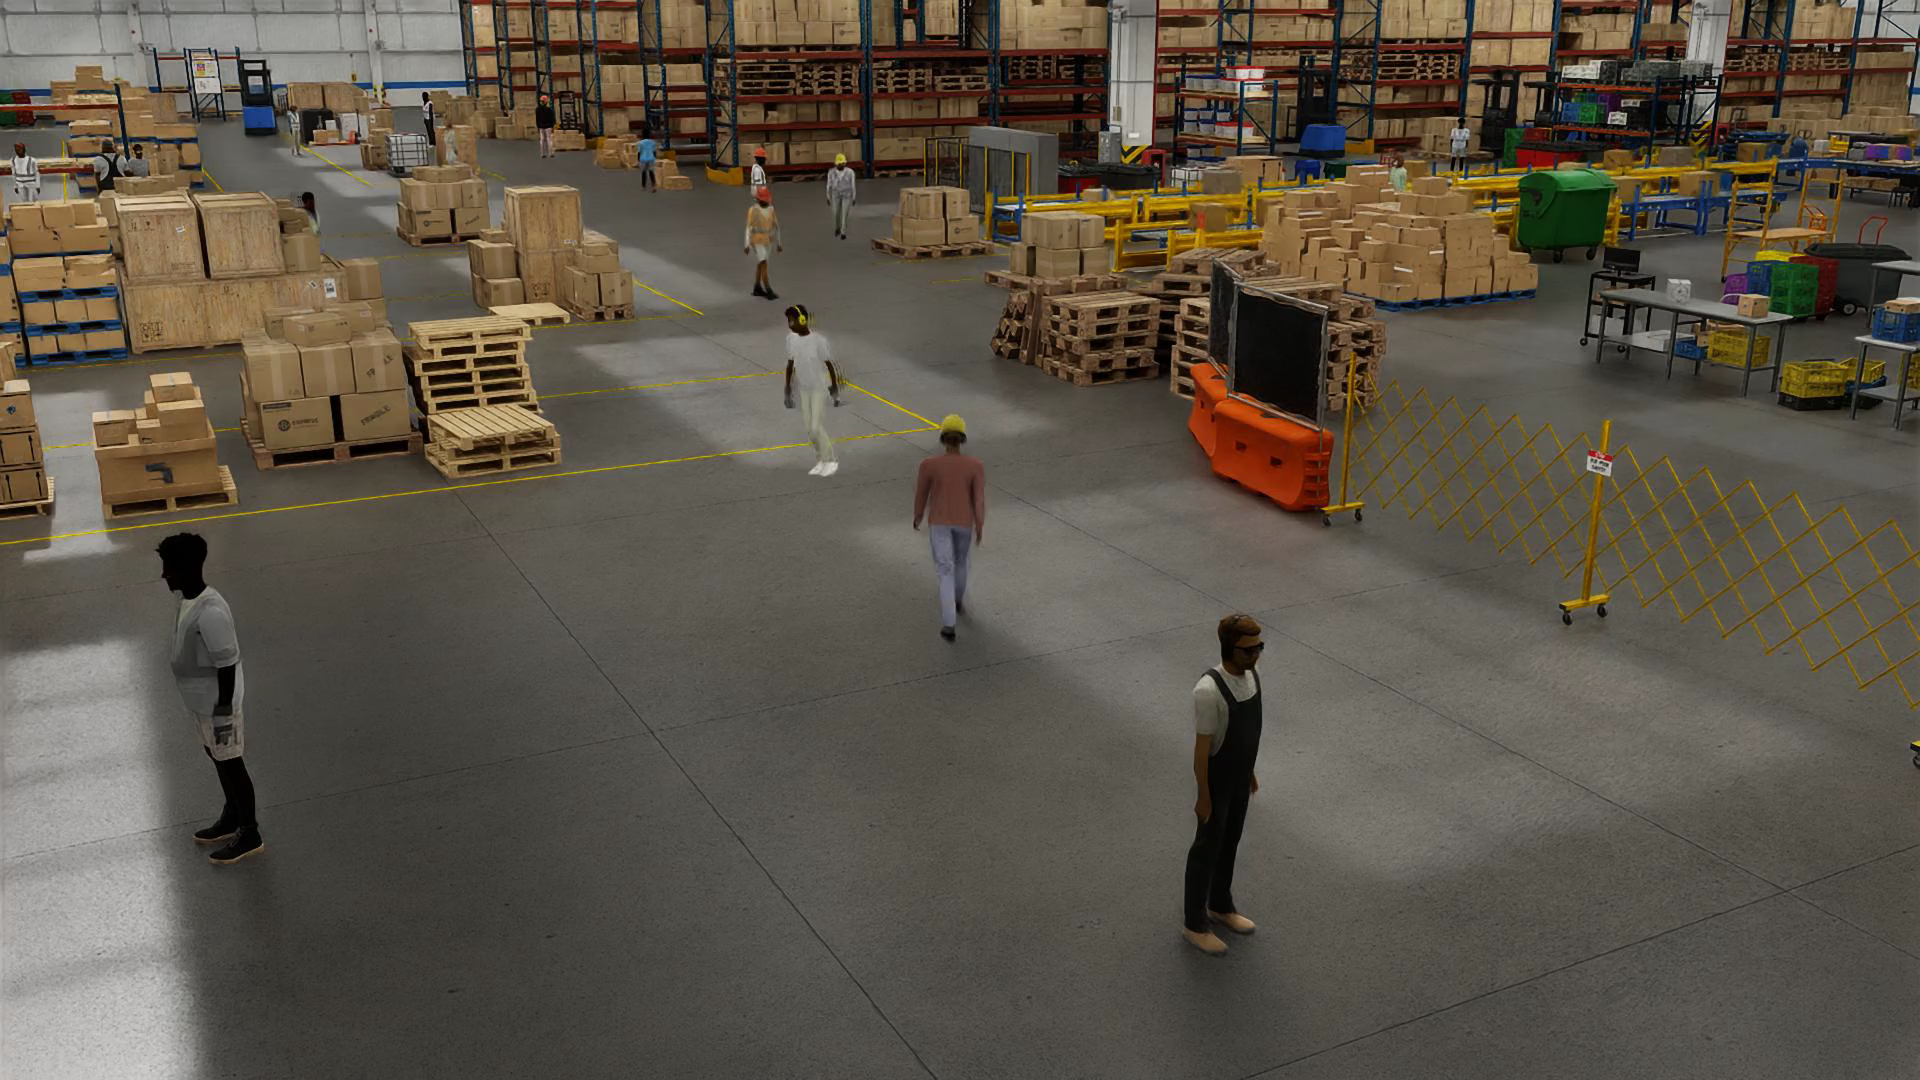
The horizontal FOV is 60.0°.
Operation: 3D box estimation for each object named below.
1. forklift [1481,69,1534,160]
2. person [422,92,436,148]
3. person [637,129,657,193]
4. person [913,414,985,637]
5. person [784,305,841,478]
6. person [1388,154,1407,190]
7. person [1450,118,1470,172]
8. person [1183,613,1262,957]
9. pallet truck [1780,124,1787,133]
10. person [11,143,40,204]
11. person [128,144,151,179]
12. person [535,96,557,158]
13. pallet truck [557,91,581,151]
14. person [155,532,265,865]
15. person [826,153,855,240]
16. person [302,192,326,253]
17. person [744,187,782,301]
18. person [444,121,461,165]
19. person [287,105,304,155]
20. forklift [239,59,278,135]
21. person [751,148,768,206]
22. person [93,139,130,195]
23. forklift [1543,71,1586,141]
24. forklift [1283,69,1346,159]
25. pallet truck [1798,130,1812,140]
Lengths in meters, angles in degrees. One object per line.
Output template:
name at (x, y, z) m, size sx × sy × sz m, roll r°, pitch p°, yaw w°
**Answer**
forklift at (17.628, -13.806, 53.876) m, size 1.873 × 2.768 × 1.129 m, roll -9°, pitch 20°, yaw -26°
person at (-18.654, -14.764, 58.432) m, size 0.396 × 1.911 × 0.588 m, roll -15°, pitch 23°, yaw -38°
person at (-8.318, -10.095, 44.287) m, size 0.585 × 1.654 × 0.800 m, roll -9°, pitch 20°, yaw -25°
person at (-0.078, -0.140, 13.152) m, size 0.539 × 1.716 × 0.926 m, roll -3°, pitch 18°, yaw -11°
person at (-1.556, -1.559, 17.380) m, size 0.539 × 1.829 × 0.516 m, roll 11°, pitch 21°, yaw 31°
person at (9.742, -7.782, 37.110) m, size 0.396 × 1.618 × 0.526 m, roll -9°, pitch 20°, yaw -27°
person at (14.455, -11.368, 48.184) m, size 0.535 × 1.697 × 0.318 m, roll 5°, pitch 18°, yaw 15°
person at (1.380, 1.245, 8.623) m, size 0.325 × 1.843 × 0.517 m, roll 15°, pitch 23°, yaw 38°
pallet truck at (25.206, -12.542, 52.601) m, size 1.601 × 1.201 × 0.680 m, roll 0°, pitch 18°, yaw -2°
person at (-20.762, -7.881, 37.009) m, size 0.581 × 1.882 × 0.339 m, roll 1°, pitch 18°, yaw 3°
person at (-18.109, -7.825, 36.857) m, size 0.328 × 1.872 × 0.509 m, roll 11°, pitch 21°, yaw 30°
person at (-13.518, -13.466, 54.256) m, size 0.609 × 1.986 × 0.390 m, roll 4°, pitch 18°, yaw 13°
pallet truck at (-13.495, -14.412, 57.188) m, size 0.823 × 1.965 × 1.885 m, roll -3°, pitch 18°, yaw -9°
person at (-4.292, 0.895, 9.518) m, size 0.362 × 1.962 × 0.614 m, roll -13°, pitch 22°, yaw -34°
person at (-2.526, -7.284, 35.264) m, size 0.622 × 1.812 × 0.418 m, roll 0°, pitch 18°, yaw 1°
person at (-10.560, -4.782, 27.376) m, size 0.793 × 1.870 × 0.624 m, roll 3°, pitch 18°, yaw 9°
person at (-3.266, -4.986, 27.995) m, size 0.972 × 1.869 × 0.650 m, roll 15°, pitch 23°, yaw 40°
person at (-14.592, -11.235, 47.895) m, size 0.523 × 1.623 × 0.526 m, roll 17°, pitch 24°, yaw 42°
person at (-22.183, -13.672, 55.459) m, size 0.312 × 1.639 × 0.512 m, roll 7°, pitch 19°, yaw 20°
forklift at (-27.049, -17.050, 63.990) m, size 1.129 × 2.768 × 1.873 m, roll -6°, pitch 19°, yaw -18°
person at (-4.206, -7.286, 35.096) m, size 0.397 × 1.928 × 0.542 m, roll -3°, pitch 18°, yaw -8°
person at (-18.501, -7.741, 36.321) m, size 0.700 × 2.000 × 0.535 m, roll -15°, pitch 23°, yaw -39°
forklift at (18.685, -13.231, 52.085) m, size 1.873 × 2.768 × 1.129 m, roll -9°, pitch 20°, yaw -26°
forklift at (11.615, -13.871, 54.079) m, size 1.129 × 2.768 × 1.873 m, roll -9°, pitch 20°, yaw -27°
pallet truck at (25.526, -11.556, 49.408) m, size 1.630 × 1.274 × 0.653 m, roll -9°, pitch 20°, yaw -26°
